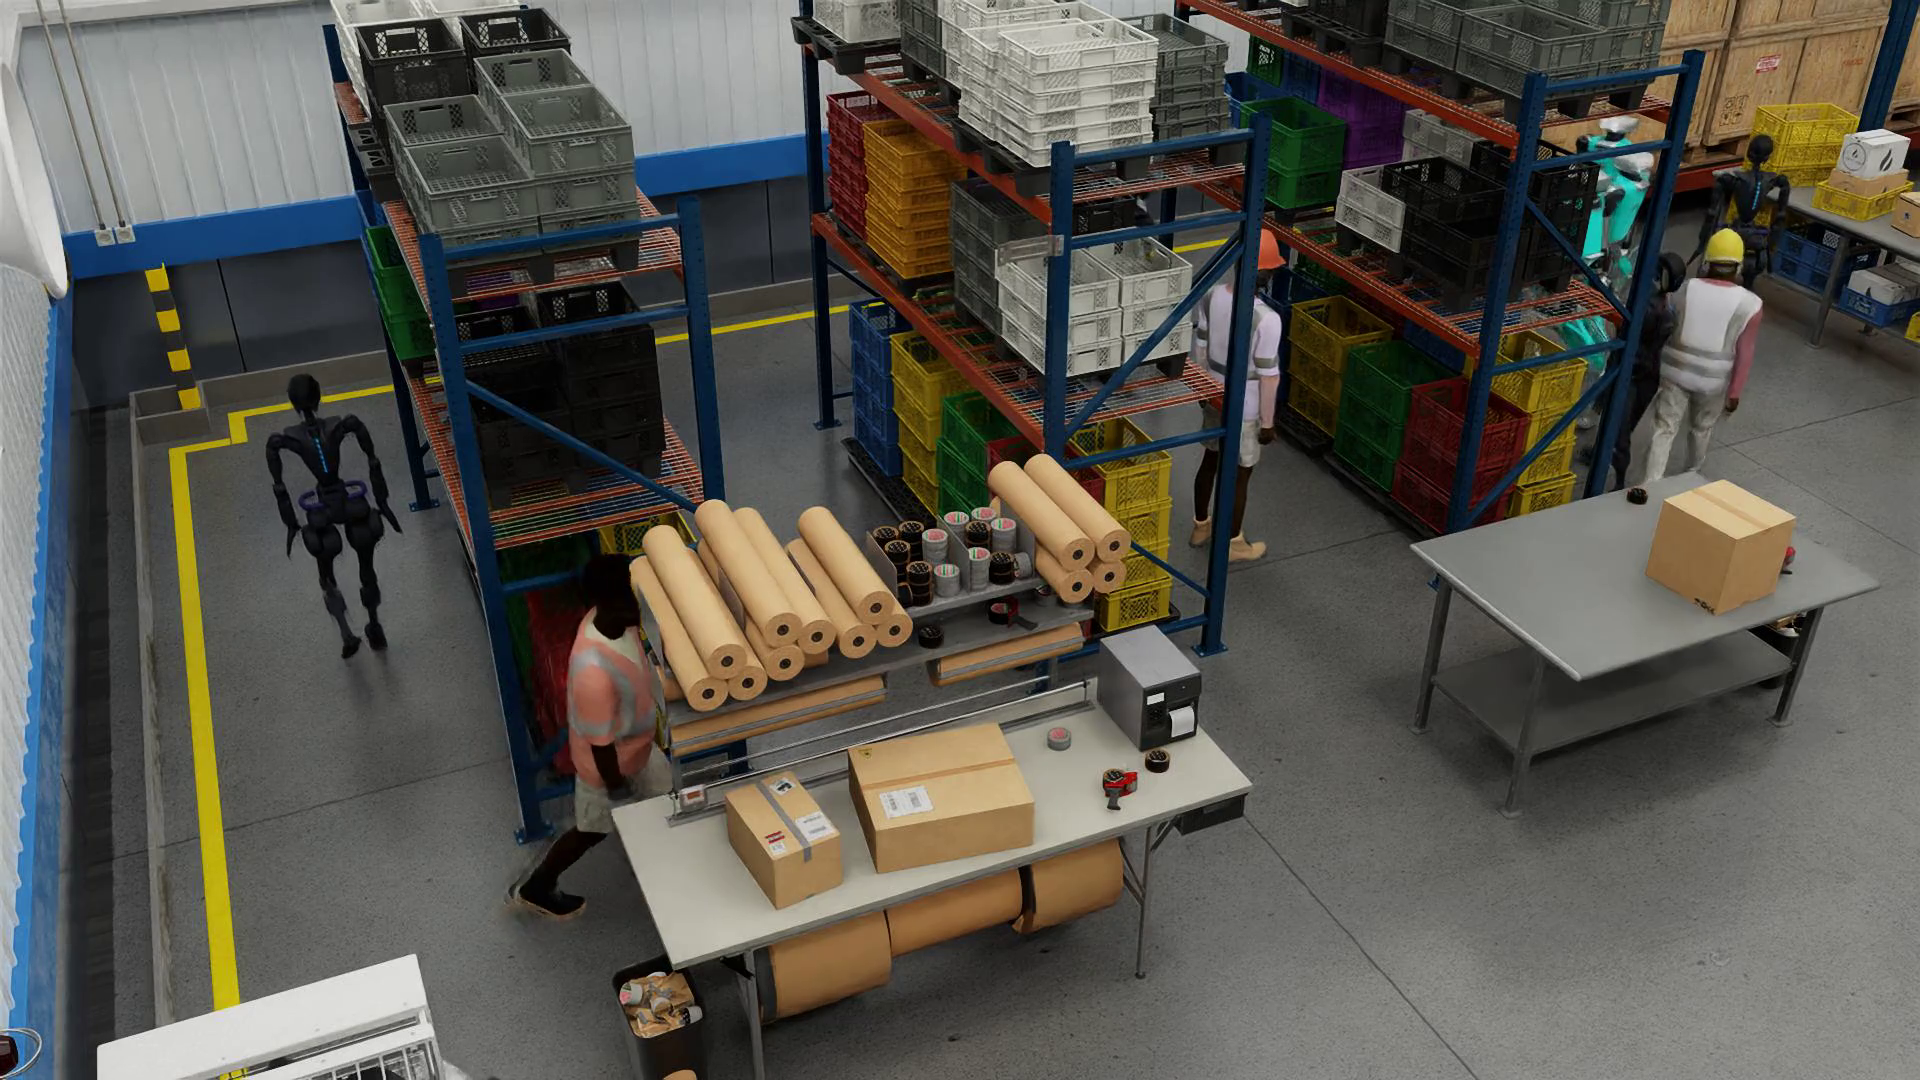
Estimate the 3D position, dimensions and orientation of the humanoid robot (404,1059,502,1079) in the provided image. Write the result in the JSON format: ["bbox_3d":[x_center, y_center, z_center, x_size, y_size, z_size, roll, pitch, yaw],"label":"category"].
[{"bbox_3d":[-1.690,2.202,5.069,0.814,1.834,0.560,16,35,24],"label":"humanoid robot"}]

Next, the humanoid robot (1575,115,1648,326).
[{"bbox_3d":[4.815,-2.303,12.303,0.670,1.792,0.540,-24,39,-33],"label":"humanoid robot"}]

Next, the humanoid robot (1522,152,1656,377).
[{"bbox_3d":[4.327,-1.976,11.783,0.542,1.745,0.864,-25,40,-35],"label":"humanoid robot"}]

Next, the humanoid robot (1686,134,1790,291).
[{"bbox_3d":[5.635,-2.113,12.054,0.603,1.642,0.374,4,32,6],"label":"humanoid robot"}]

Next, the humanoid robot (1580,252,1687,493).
[{"bbox_3d":[4.190,-1.038,10.357,0.586,1.651,0.720,-11,33,-17],"label":"humanoid robot"}]

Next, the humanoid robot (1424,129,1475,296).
[{"bbox_3d":[3.779,-2.406,12.558,0.620,1.633,0.614,-7,32,-11],"label":"humanoid robot"}]

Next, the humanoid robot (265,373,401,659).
[{"bbox_3d":[-3.271,-0.101,8.787,0.589,1.642,0.455,-16,35,-24],"label":"humanoid robot"}]

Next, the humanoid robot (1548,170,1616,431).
[{"bbox_3d":[4.224,-1.506,11.050,0.541,1.805,0.755,-18,36,-27],"label":"humanoid robot"}]

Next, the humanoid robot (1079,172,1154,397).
[{"bbox_3d":[1.083,-1.776,11.511,0.398,1.641,0.616,-19,36,-27],"label":"humanoid robot"}]

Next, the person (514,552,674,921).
[{"bbox_3d":[-1.498,0.868,6.993,0.988,1.914,0.605,2,32,3],"label":"person"}]

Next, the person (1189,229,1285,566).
[{"bbox_3d":[1.612,-0.818,9.609,0.394,2.042,0.608,-20,37,-29],"label":"person"}]

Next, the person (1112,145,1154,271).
[{"bbox_3d":[1.360,-2.981,13.272,0.347,1.881,0.576,12,34,19],"label":"person"}]

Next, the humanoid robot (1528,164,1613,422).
[{"bbox_3d":[4.143,-1.609,11.193,0.531,1.775,0.795,-28,41,-37],"label":"humanoid robot"}]

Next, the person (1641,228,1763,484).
[{"bbox_3d":[4.522,-1.045,10.236,0.605,1.778,0.945,17,36,26],"label":"person"}]
